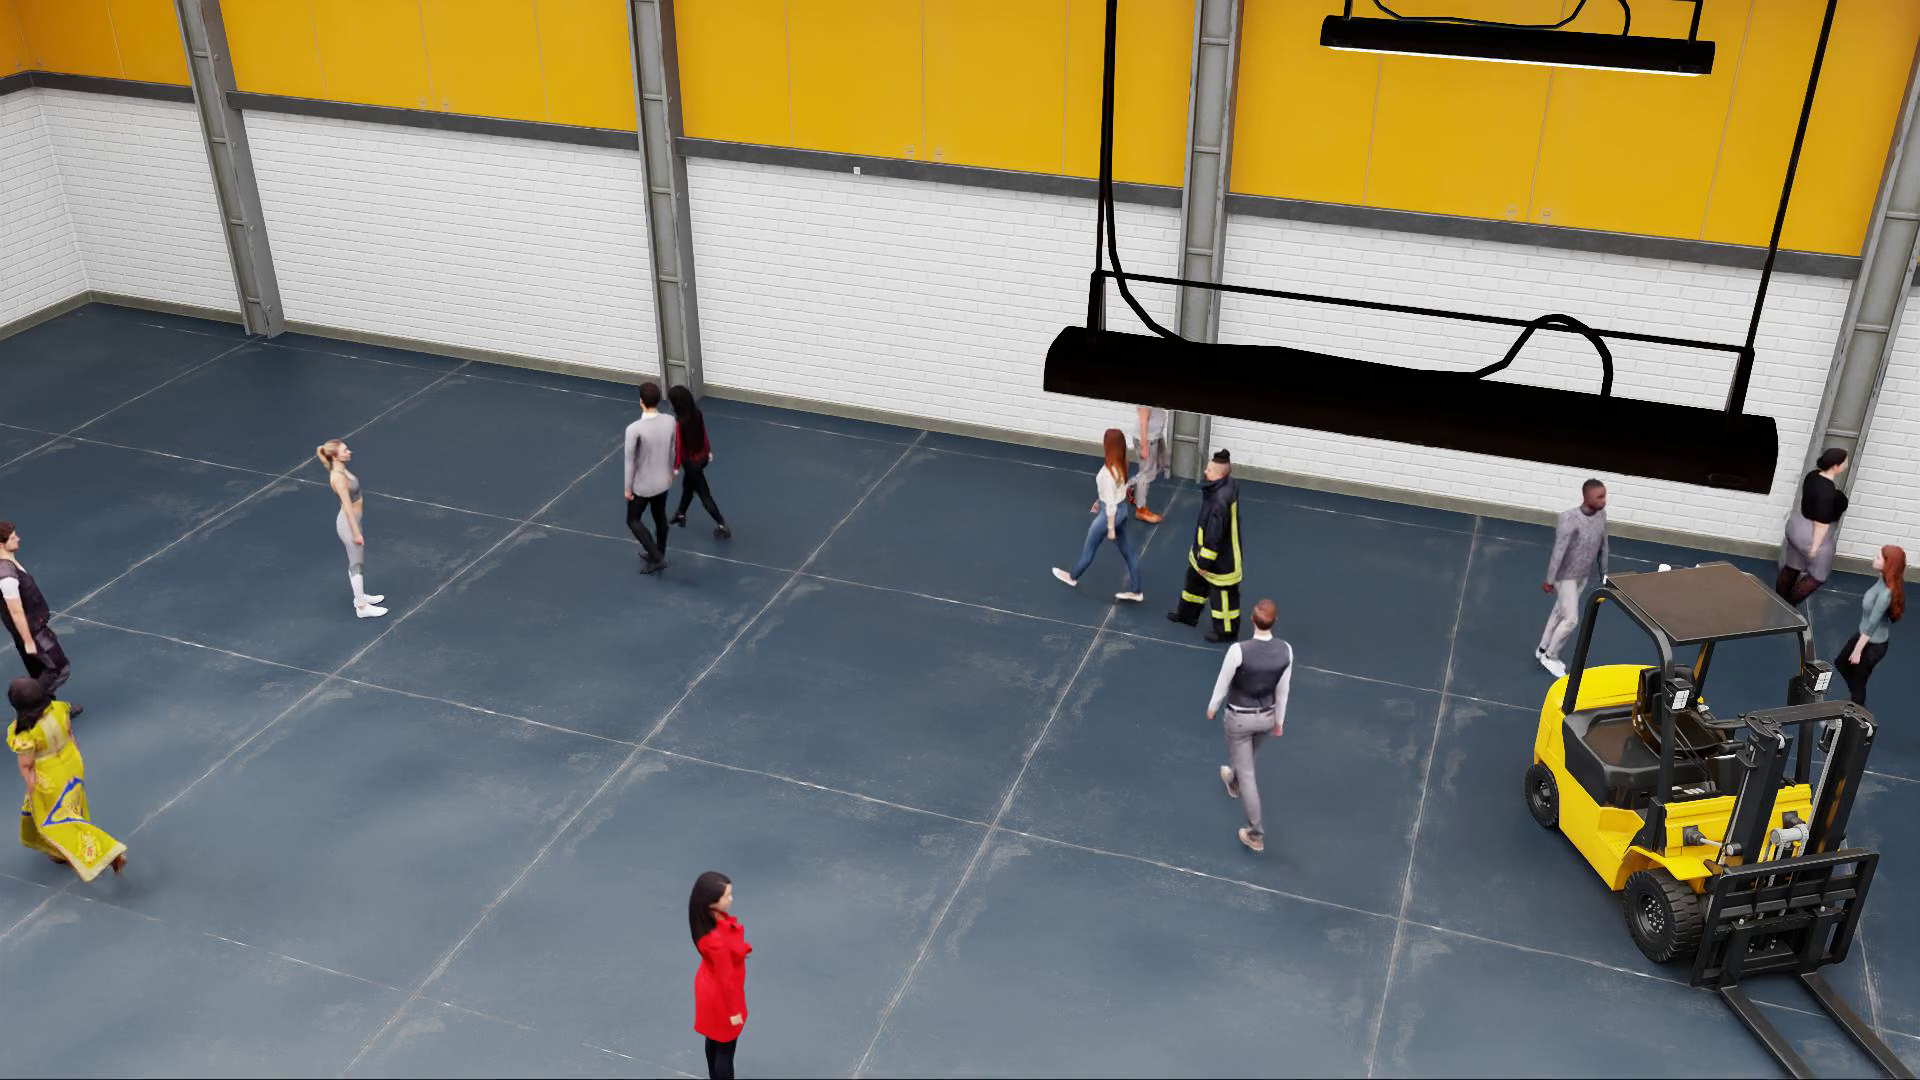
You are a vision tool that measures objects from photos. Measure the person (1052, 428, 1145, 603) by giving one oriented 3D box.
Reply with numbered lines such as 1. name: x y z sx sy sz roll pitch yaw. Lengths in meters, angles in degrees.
1. person: 1.458 -0.189 14.994 1.155 1.684 0.712 15 32 25

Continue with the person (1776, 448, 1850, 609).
1. person: 7.363 -0.019 14.615 0.721 1.749 0.726 2 29 3

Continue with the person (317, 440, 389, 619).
1. person: -5.441 -0.117 14.843 0.715 1.703 0.661 -11 30 -19

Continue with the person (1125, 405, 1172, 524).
1. person: 1.778 -1.032 16.402 0.731 1.815 0.704 10 30 18

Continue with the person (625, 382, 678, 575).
1. person: -2.814 -0.536 15.391 0.969 1.914 0.930 20 34 32

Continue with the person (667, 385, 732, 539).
1. person: -2.494 -0.712 16.033 0.984 1.608 0.659 13 31 22

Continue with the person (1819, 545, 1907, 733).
1. person: 7.226 0.836 13.060 0.673 1.738 0.656 18 33 29

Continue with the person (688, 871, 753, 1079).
1. person: -1.403 2.655 9.712 0.791 1.749 0.739 -10 30 -17

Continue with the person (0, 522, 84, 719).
1. person: -7.475 0.717 13.168 0.889 1.842 0.815 -19 34 -30

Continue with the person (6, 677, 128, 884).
1. person: -6.252 1.683 11.613 1.235 1.637 0.852 7 29 12

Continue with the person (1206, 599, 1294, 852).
1. person: 2.112 1.345 11.963 1.253 1.893 1.173 -6 29 -11

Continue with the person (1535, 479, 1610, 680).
1. person: 5.085 0.254 14.038 0.823 1.822 0.838 -22 36 -35

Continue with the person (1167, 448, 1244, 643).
1. person: 2.318 0.068 14.354 0.945 1.846 0.848 5 29 10
